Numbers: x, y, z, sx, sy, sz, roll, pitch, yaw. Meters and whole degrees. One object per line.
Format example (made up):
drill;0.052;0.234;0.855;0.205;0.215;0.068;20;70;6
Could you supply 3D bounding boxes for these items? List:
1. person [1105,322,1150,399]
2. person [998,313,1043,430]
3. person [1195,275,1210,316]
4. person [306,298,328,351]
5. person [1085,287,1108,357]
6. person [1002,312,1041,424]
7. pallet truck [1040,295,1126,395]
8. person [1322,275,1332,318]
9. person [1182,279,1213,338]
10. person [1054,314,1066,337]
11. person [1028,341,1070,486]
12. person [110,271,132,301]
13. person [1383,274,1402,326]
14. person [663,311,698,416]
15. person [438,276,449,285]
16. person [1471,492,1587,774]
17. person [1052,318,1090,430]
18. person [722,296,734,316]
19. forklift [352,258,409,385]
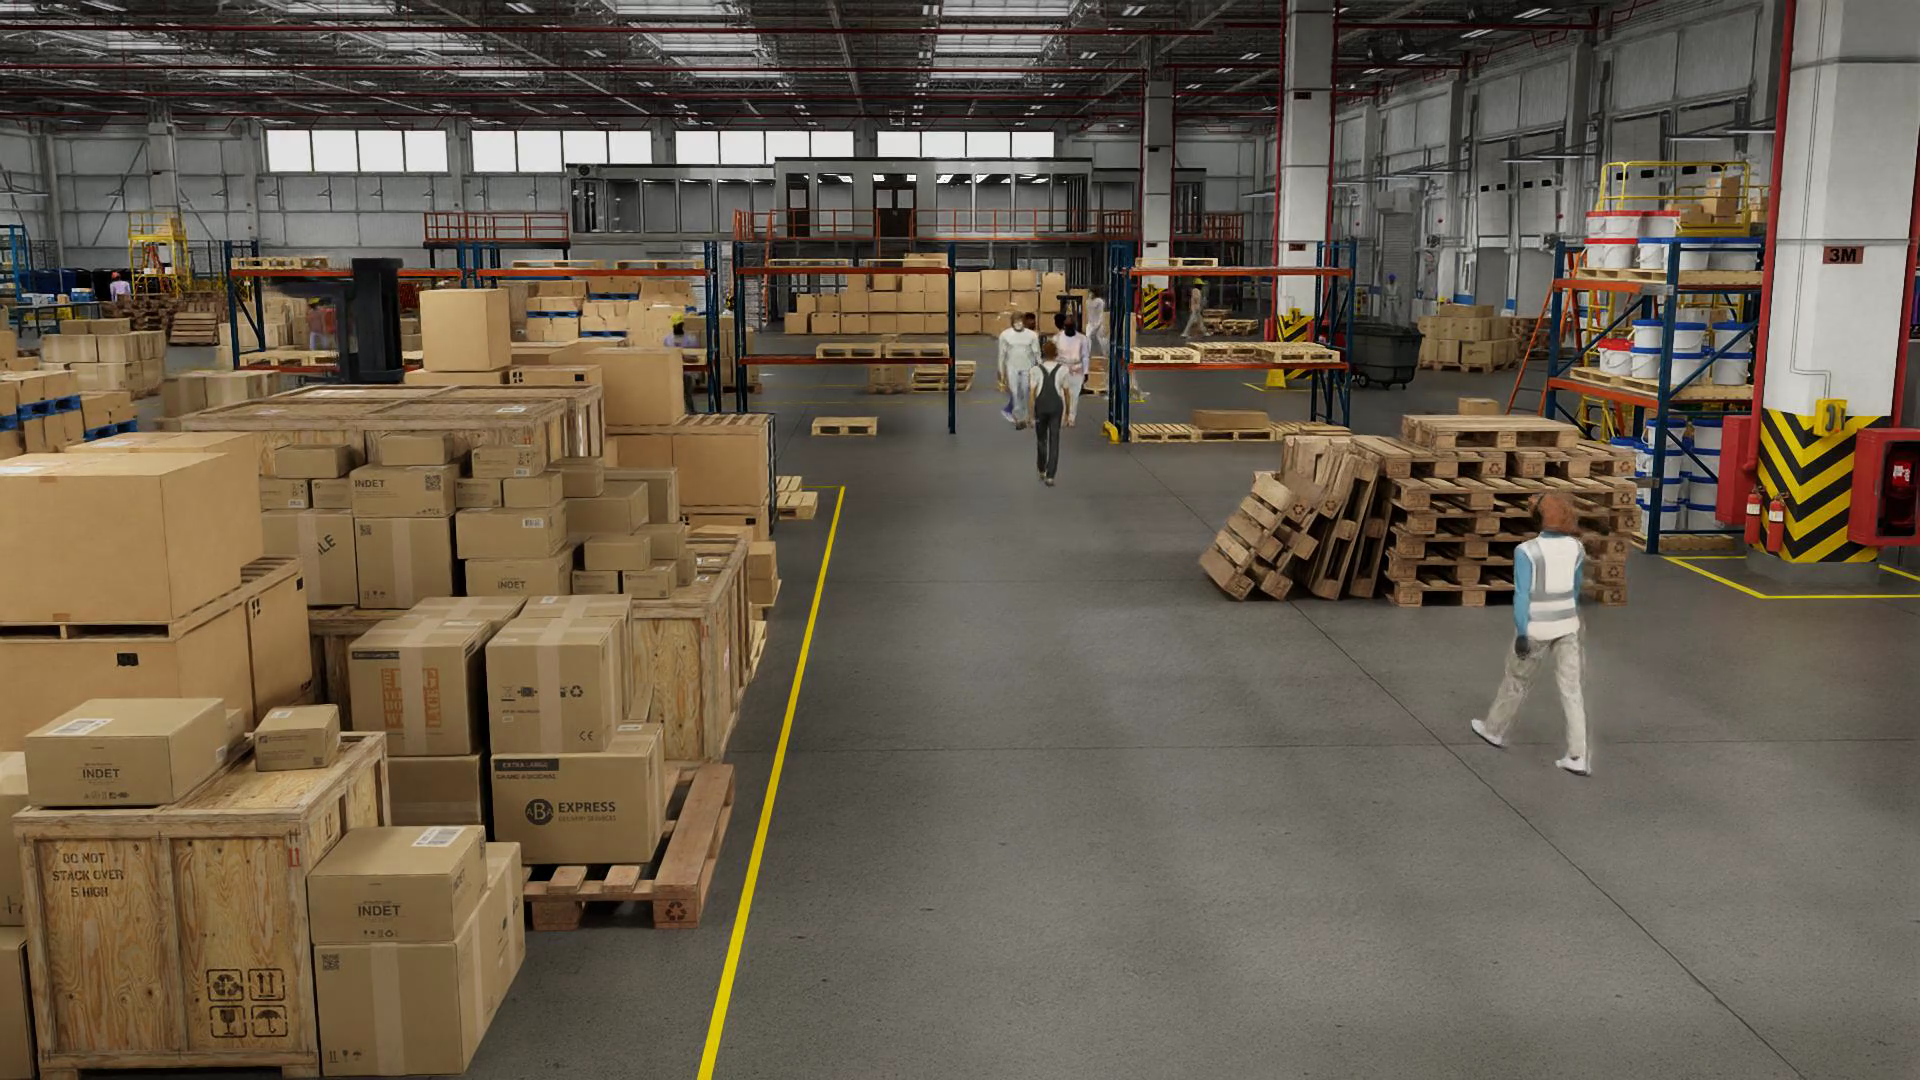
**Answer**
person;3.213;-3.554;32.062;0.878;1.695;0.502;-1;10;-8
person;0.994;-2.723;26.905;0.721;1.879;0.961;-1;10;-3
person;9.281;-9.338;63.945;0.643;1.821;0.450;9;14;43
person;-15.409;-4.958;39.834;0.534;1.717;0.906;1;10;7
person;3.432;-5.470;42.265;0.638;1.892;1.018;9;14;41
person;1.095;-2.881;27.836;0.931;1.871;0.613;7;12;35
pallet truck;2.483;-3.881;33.060;1.885;1.965;0.823;-7;13;-36
person;14.708;-9.854;66.495;0.612;1.939;0.960;0;10;2
person;7.496;-7.318;52.565;1.012;1.871;0.610;0;10;1
person;1.900;-3.396;31.205;0.321;1.693;0.530;2;10;13
person;1.122;-1.600;20.919;0.527;1.793;0.995;0;10;1
person;-28.786;-8.201;57.073;0.631;2.011;0.643;-6;12;-29
person;15.001;-8.264;57.688;0.645;1.920;0.460;2;10;13
person;-4.498;-2.700;26.720;0.592;1.935;0.397;2;10;9
person;-19.318;-9.109;62.660;0.607;1.826;1.015;-1;10;-3
person;3.388;0.518;9.692;0.537;1.590;0.872;-4;11;-19
person;1.782;-2.664;26.837;0.617;1.789;0.955;0;10;0
person;-4.989;-4.380;36.244;0.327;1.861;0.499;5;11;24
forklift;-7.355;-2.197;21.222;1.873;2.768;1.129;0;10;-2
